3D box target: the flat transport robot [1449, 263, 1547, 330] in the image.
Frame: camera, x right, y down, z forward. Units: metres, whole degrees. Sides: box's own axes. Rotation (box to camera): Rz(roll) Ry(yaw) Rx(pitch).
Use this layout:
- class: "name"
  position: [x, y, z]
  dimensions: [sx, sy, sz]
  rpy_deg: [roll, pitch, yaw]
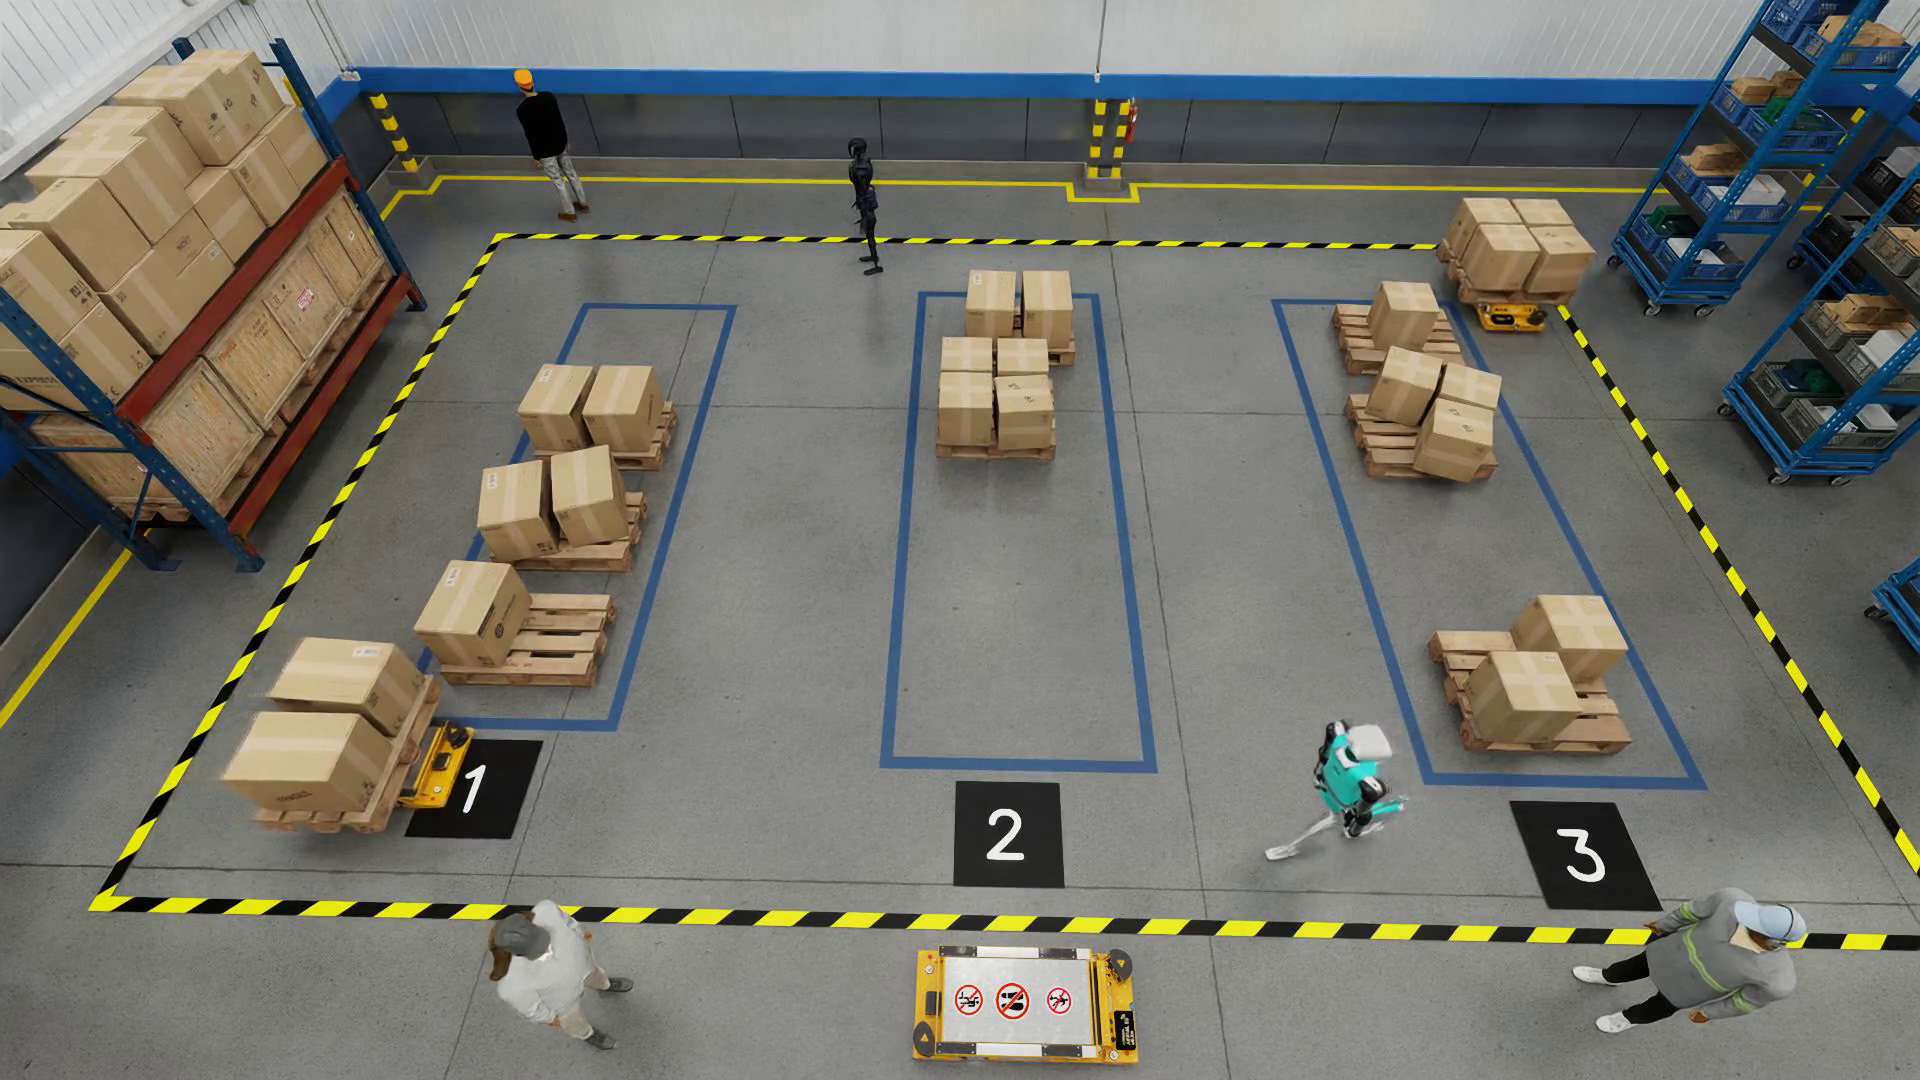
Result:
- class: "flat transport robot"
  position: [6.393, -3.024, 10.933]
  dimensions: [0.652, 0.197, 1.431]
  rpy_deg: [1, 51, 1]

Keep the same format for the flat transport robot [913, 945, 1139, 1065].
- class: "flat transport robot"
  position: [0.422, 3.041, 6.007]
  dimensions: [1.431, 0.231, 0.659]
  rpy_deg: [1, 51, 1]

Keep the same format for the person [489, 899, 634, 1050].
- class: "person"
  position: [-2.360, 2.570, 5.422]
  dimensions: [0.400, 1.767, 0.571]
  rpy_deg: [6, 51, 5]

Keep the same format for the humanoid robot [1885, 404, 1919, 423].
- class: "humanoid robot"
  position: [9.298, -1.506, 8.808]
  dimensions: [0.603, 1.645, 0.369]
  rpy_deg: [-1, 51, -1]

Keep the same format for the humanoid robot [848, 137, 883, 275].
- class: "humanoid robot"
  position: [-1.121, -3.909, 10.754]
  dimensions: [0.315, 1.657, 0.599]
  rpy_deg: [-8, 51, -7]

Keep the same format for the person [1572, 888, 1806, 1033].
- class: "person"
  position: [4.296, 2.516, 5.413]
  dimensions: [0.389, 1.849, 0.595]
  rpy_deg: [-2, 51, -1]

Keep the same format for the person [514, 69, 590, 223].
- class: "person"
  position: [-5.121, -4.899, 11.438]
  dimensions: [0.382, 1.880, 0.588]
  rpy_deg: [23, 54, 18]

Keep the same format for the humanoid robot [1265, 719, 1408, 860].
- class: "humanoid robot"
  position: [2.753, 1.694, 6.199]
  dimensions: [1.051, 1.768, 0.540]
  rpy_deg: [-12, 52, -10]

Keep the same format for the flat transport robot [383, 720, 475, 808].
- class: "flat transport robot"
  position: [-4.599, 1.710, 7.074]
  dimensions: [1.431, 0.197, 0.652]
  rpy_deg: [1, 51, 1]
